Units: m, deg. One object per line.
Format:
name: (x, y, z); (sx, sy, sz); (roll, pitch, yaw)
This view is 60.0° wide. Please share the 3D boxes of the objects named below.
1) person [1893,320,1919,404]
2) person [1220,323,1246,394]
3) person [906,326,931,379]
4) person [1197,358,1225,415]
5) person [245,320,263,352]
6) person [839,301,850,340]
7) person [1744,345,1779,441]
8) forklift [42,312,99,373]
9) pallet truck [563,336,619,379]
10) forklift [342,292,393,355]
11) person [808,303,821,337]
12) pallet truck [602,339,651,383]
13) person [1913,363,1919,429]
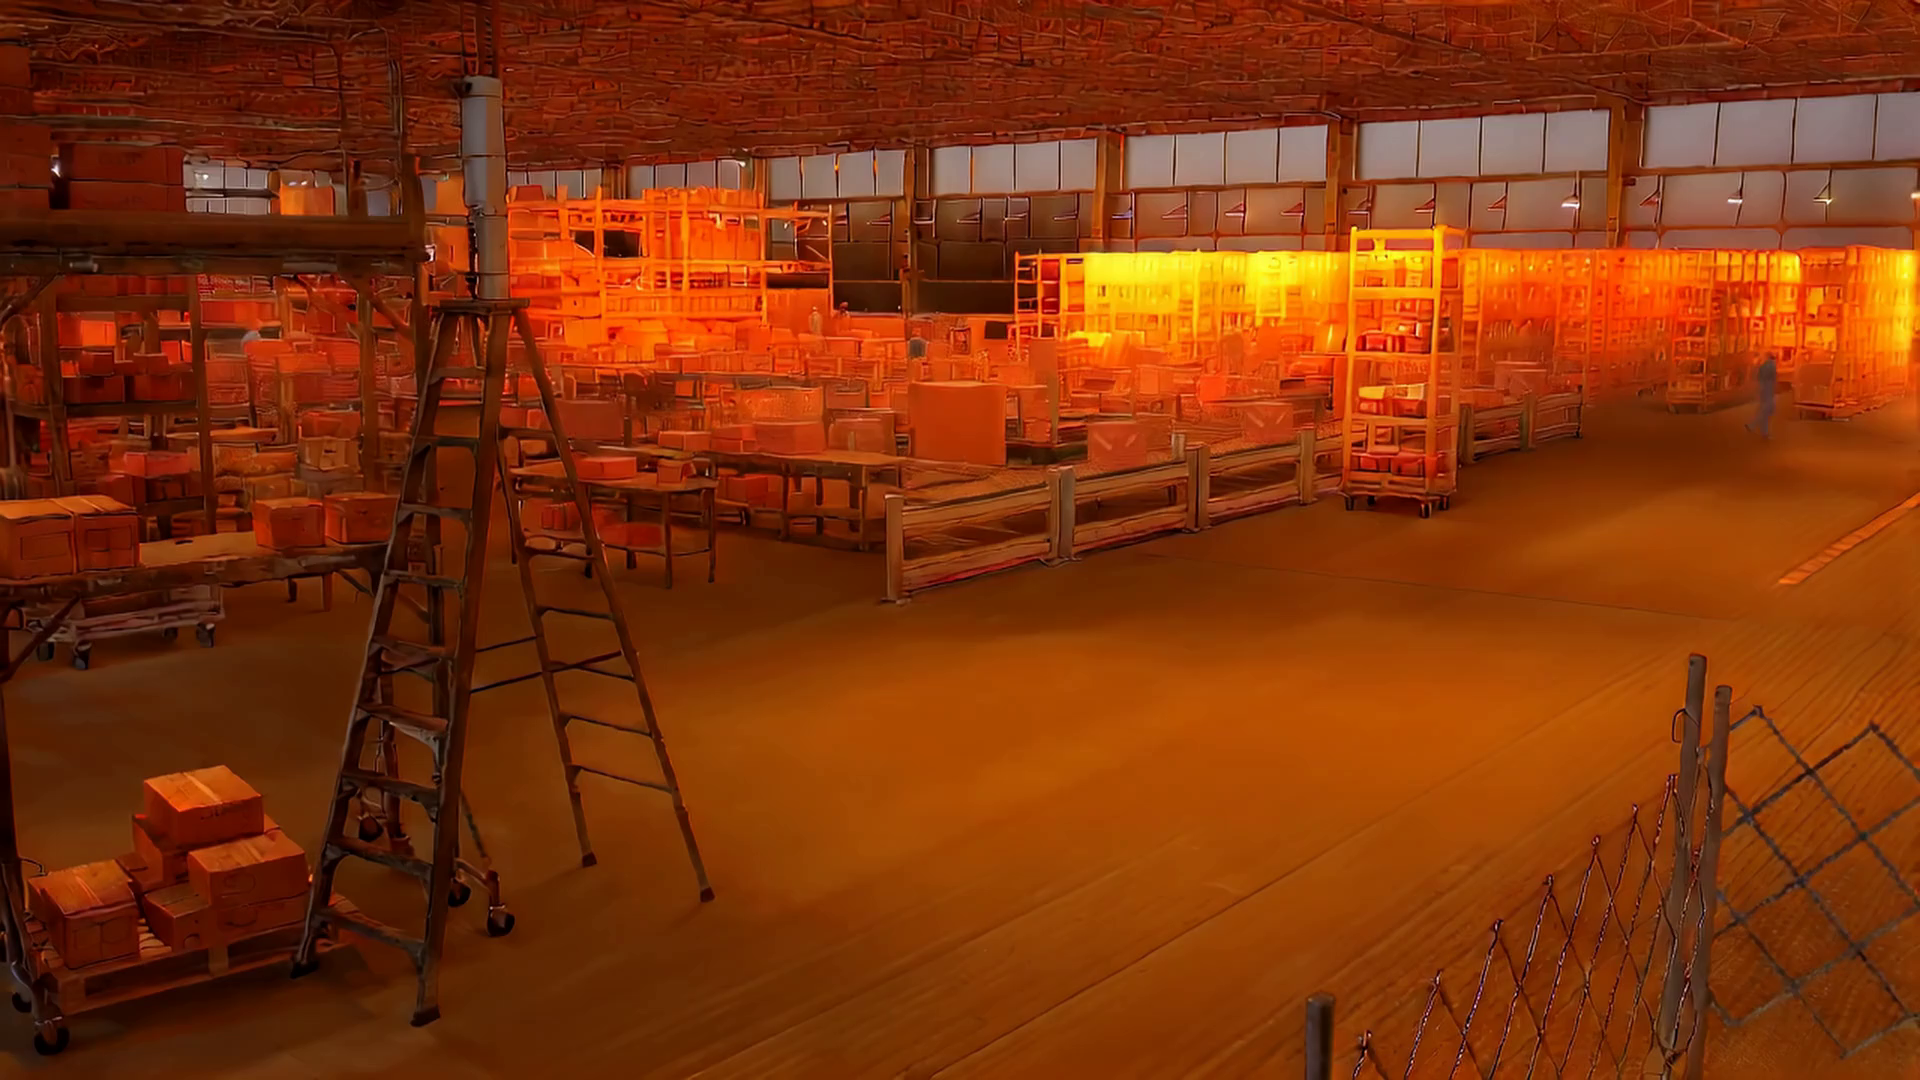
person: (22.435, -4.164, 38.970); (0.608, 1.949, 1.047); (-5, 10, -27)
person: (6.438, -4.158, 39.100); (0.677, 1.882, 0.647); (-3, 10, -18)
person: (-0.972, -4.047, 38.594); (0.619, 1.821, 0.414); (-6, 11, -33)
person: (4.200, -2.230, 27.826); (0.498, 1.634, 0.283); (-2, 9, -13)
person: (-17.586, -4.543, 41.515); (0.828, 1.873, 0.645); (-8, 12, -42)
person: (-4.659, -8.750, 67.569); (0.620, 1.929, 0.424); (7, 12, 39)
person: (14.628, -2.685, 30.282); (0.527, 1.750, 0.538); (-7, 12, -39)
forklift: (-23.779, -5.451, 44.052); (1.873, 2.768, 1.129); (7, 11, 36)
pallet truck: (-10.690, -5.294, 48.215); (1.601, 1.201, 0.680); (-5, 10, -26)
forklift: (-16.485, -5.622, 45.120); (1.129, 2.768, 1.873); (7, 11, 37)
person: (-4.919, -7.160, 57.385); (0.721, 2.028, 0.615); (4, 10, 23)
pallet truck: (-8.991, -4.871, 45.351); (0.653, 1.274, 1.630); (7, 11, 37)
person: (16.505, -2.389, 28.206); (0.604, 1.826, 0.453); (8, 12, 42)
